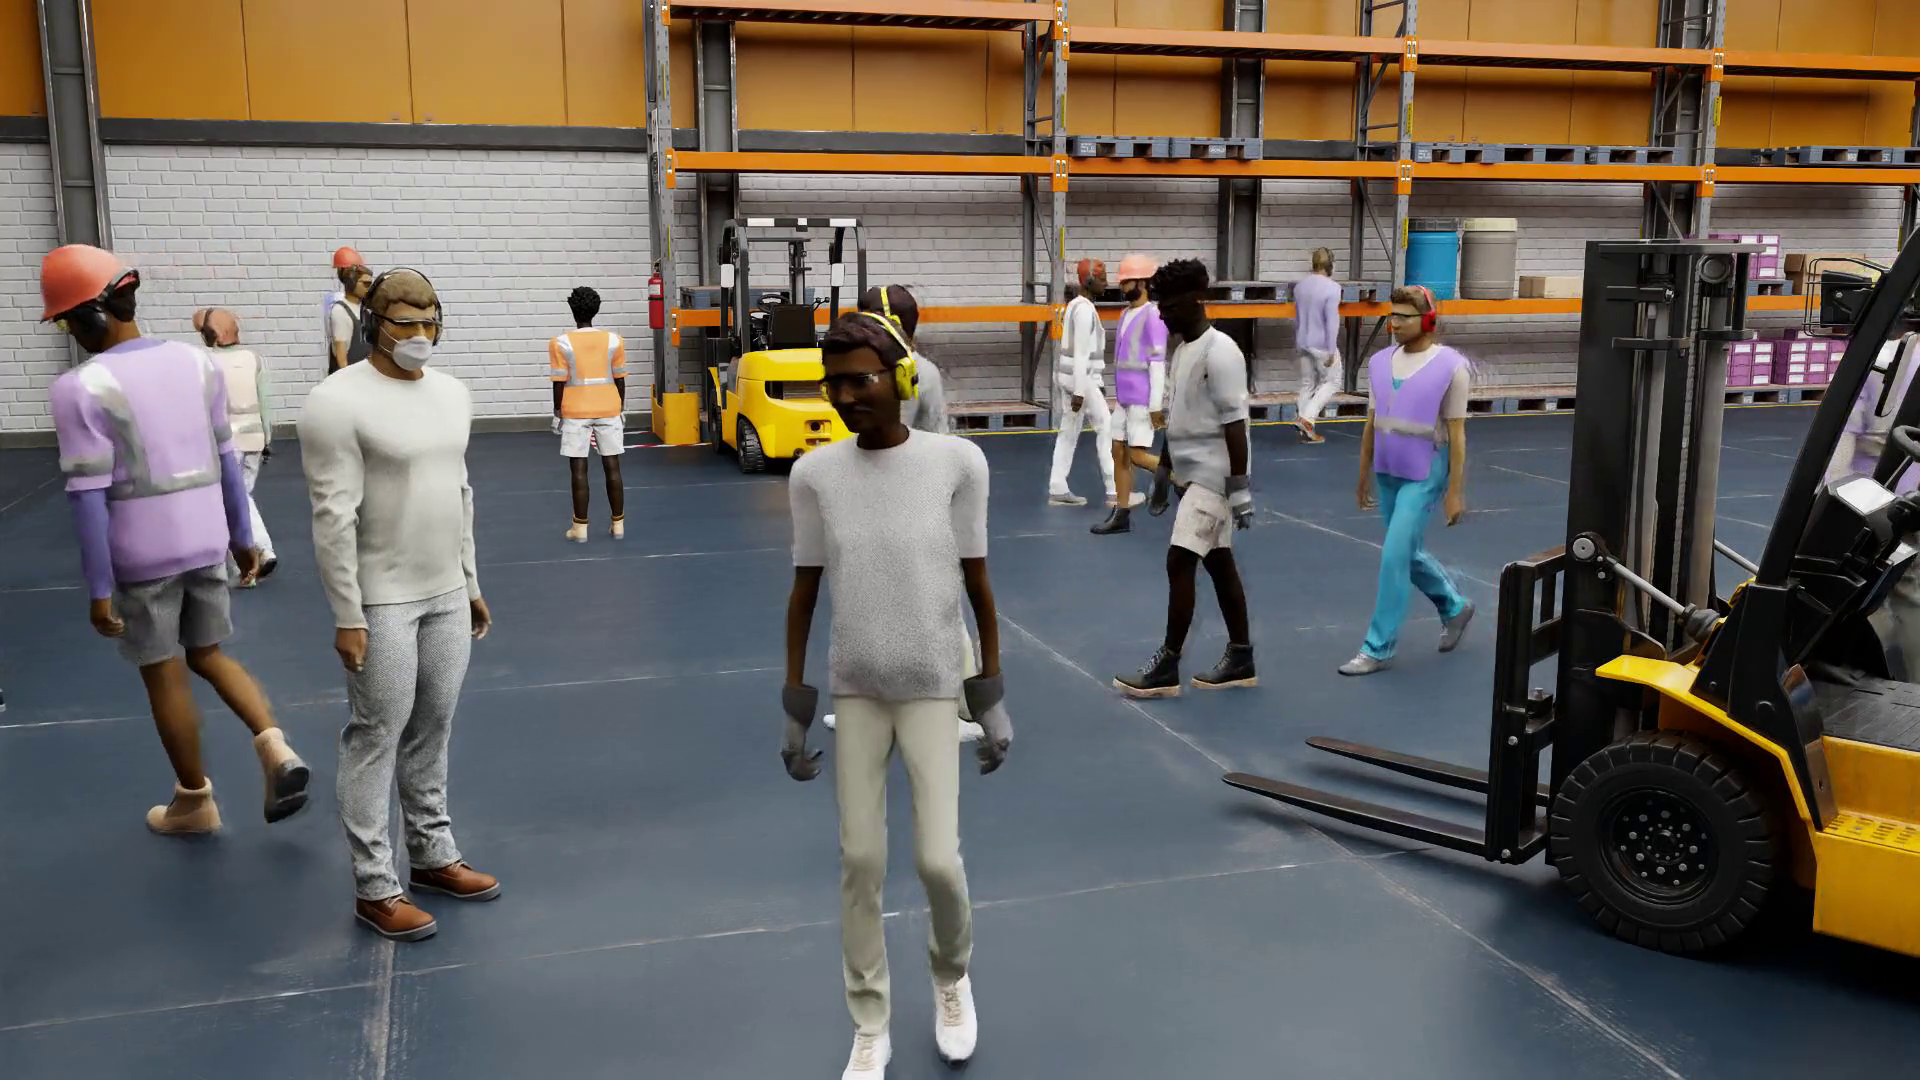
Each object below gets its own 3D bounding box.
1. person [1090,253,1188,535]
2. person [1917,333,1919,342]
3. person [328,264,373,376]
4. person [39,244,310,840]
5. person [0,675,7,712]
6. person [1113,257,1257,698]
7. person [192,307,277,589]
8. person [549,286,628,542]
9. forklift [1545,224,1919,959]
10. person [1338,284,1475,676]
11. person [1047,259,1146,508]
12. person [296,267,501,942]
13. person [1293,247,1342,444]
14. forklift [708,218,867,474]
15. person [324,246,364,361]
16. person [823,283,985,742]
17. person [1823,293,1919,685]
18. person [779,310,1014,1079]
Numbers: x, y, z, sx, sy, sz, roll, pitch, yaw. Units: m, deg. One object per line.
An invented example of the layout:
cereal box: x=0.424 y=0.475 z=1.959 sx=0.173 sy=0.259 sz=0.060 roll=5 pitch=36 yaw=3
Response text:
person: x=1.272 y=-0.983 z=11.310 sx=0.717 sy=1.919 sz=0.549 roll=-3 pitch=11 yaw=-18
person: x=4.733 y=-0.354 z=7.735 sx=0.869 sy=1.961 sz=0.630 roll=-2 pitch=11 yaw=-13
person: x=-4.614 y=-1.229 z=12.951 sx=0.891 sy=1.800 sz=0.553 roll=1 pitch=10 yaw=8
person: x=-2.542 y=0.050 z=5.411 sx=0.652 sy=1.999 sz=0.705 roll=5 pitch=12 yaw=26
person: x=-4.324 y=-0.140 z=6.946 sx=0.596 sy=1.826 sz=0.403 roll=5 pitch=11 yaw=24
person: x=0.983 y=-0.271 z=7.354 sx=0.796 sy=1.926 sz=0.617 roll=-1 pitch=10 yaw=-5
person: x=-4.201 y=-0.520 z=9.559 sx=0.369 sy=1.621 sz=0.537 roll=5 pitch=11 yaw=24
person: x=-2.465 y=-0.832 z=11.073 sx=0.529 sy=1.697 sz=0.321 roll=-6 pitch=12 yaw=-28
forklift: x=2.909 y=0.117 z=4.508 sx=2.313 sy=2.155 sz=1.214 roll=9 pitch=14 yaw=40
person: x=2.152 y=-0.291 z=7.822 sx=0.870 sy=1.812 sz=0.576 roll=-6 pitch=12 yaw=-28
person: x=1.047 y=-1.160 z=12.456 sx=0.838 sy=1.856 sz=0.581 roll=-1 pitch=10 yaw=-5
person: x=-1.623 y=0.178 z=4.891 sx=0.374 sy=1.936 sz=0.627 roll=4 pitch=11 yaw=23
person: x=3.468 y=-1.872 z=16.176 sx=0.457 sy=1.926 sz=0.634 roll=-6 pitch=12 yaw=-31
forklift: x=-1.522 y=-1.778 z=14.899 sx=1.214 sy=2.155 sz=2.313 roll=-3 pitch=11 yaw=-17
person: x=-5.122 y=-1.505 z=14.099 sx=0.352 sy=1.940 sz=0.545 roll=8 pitch=13 yaw=38
person: x=-0.258 y=-0.085 z=6.593 sx=0.783 sy=1.830 sz=0.548 roll=0 pitch=10 yaw=-2
person: x=3.773 y=-0.151 z=6.852 sx=0.687 sy=1.883 sz=0.387 roll=-3 pitch=11 yaw=-17
person: x=-0.162 y=0.392 z=3.931 sx=0.549 sy=1.851 sz=0.436 roll=3 pitch=11 yaw=14
